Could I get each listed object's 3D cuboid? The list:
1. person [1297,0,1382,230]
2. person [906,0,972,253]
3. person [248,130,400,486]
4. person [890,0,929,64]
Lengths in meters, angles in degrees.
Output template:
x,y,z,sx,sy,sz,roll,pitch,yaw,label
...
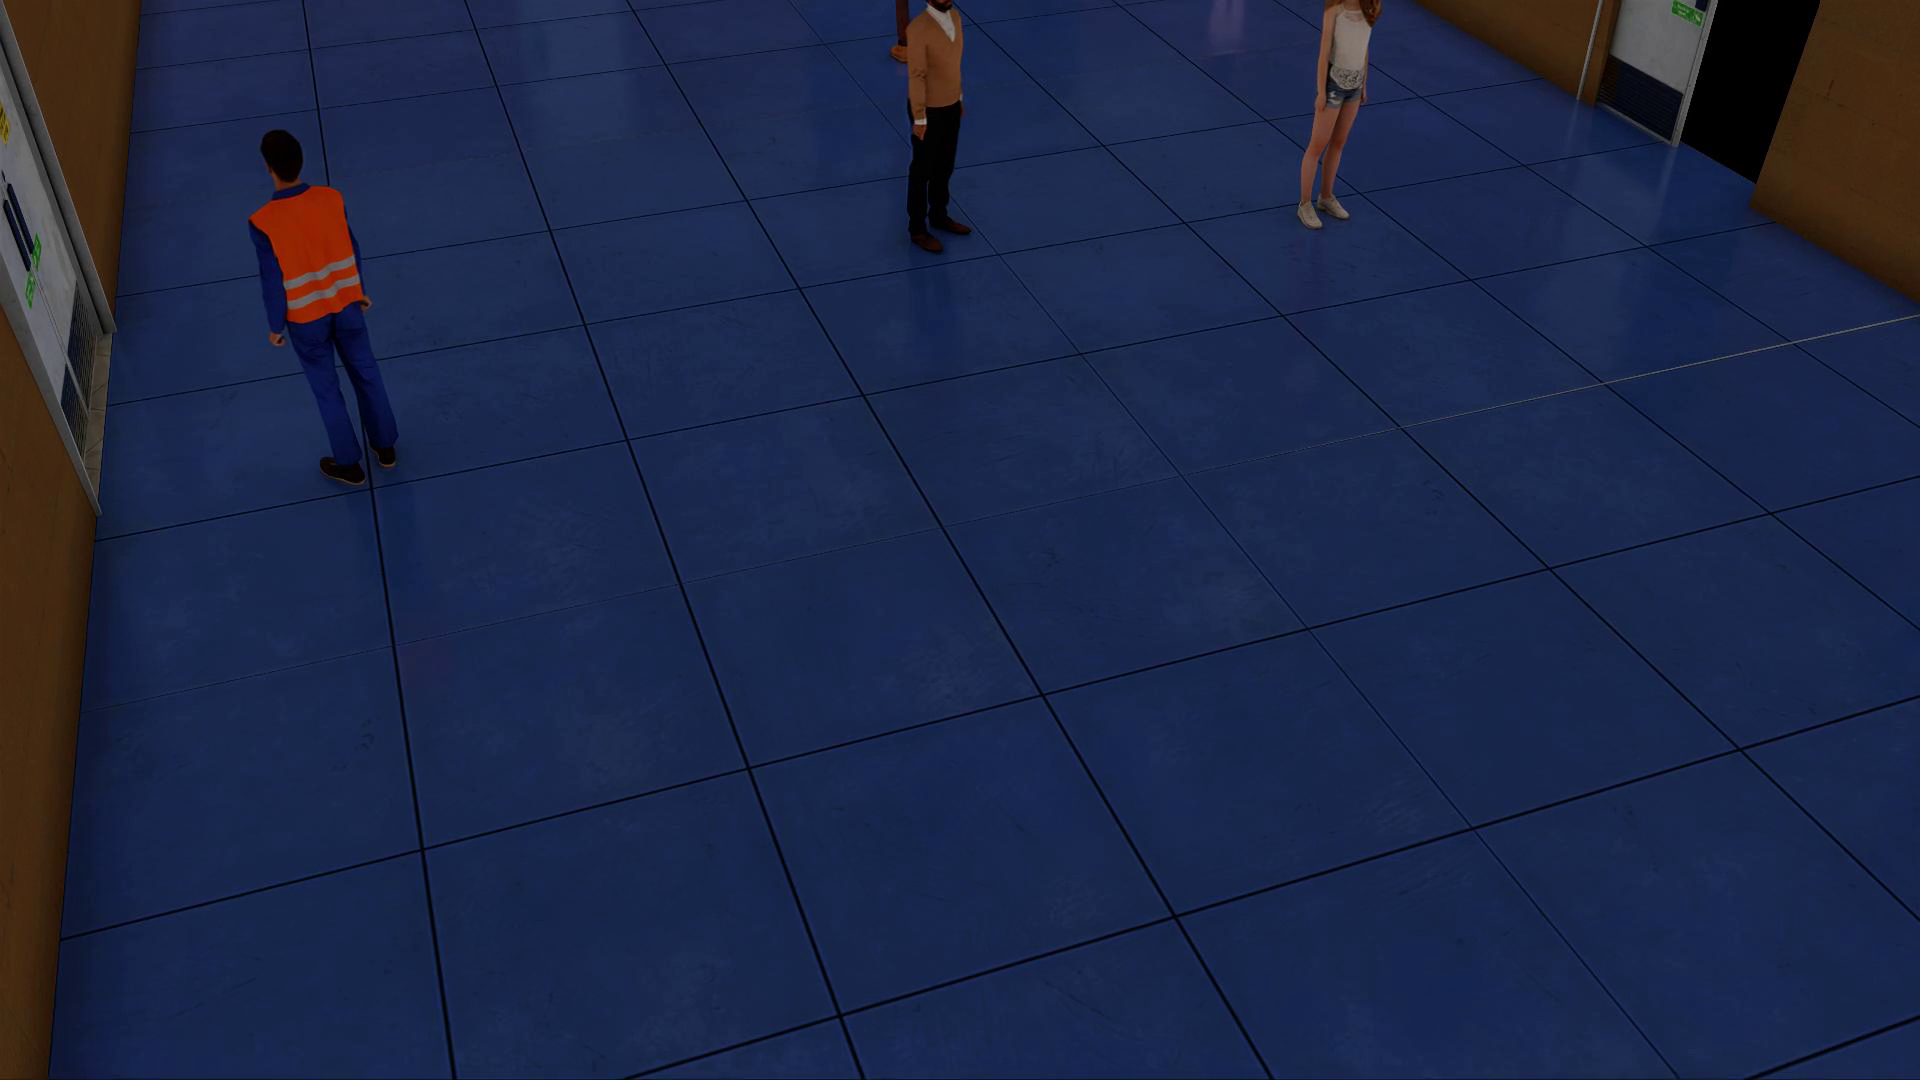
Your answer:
x,y,z,sx,sy,sz,roll,pitch,yaw,label
2.409,-2.884,10.641,0.527,1.759,0.669,-21,42,-26,person
-0.151,-2.702,10.404,0.810,1.753,0.716,22,42,26,person
-3.156,-1.131,8.219,0.855,1.863,0.728,28,45,32,person
-0.358,-4.610,12.966,0.540,1.729,0.672,-10,38,-13,person
